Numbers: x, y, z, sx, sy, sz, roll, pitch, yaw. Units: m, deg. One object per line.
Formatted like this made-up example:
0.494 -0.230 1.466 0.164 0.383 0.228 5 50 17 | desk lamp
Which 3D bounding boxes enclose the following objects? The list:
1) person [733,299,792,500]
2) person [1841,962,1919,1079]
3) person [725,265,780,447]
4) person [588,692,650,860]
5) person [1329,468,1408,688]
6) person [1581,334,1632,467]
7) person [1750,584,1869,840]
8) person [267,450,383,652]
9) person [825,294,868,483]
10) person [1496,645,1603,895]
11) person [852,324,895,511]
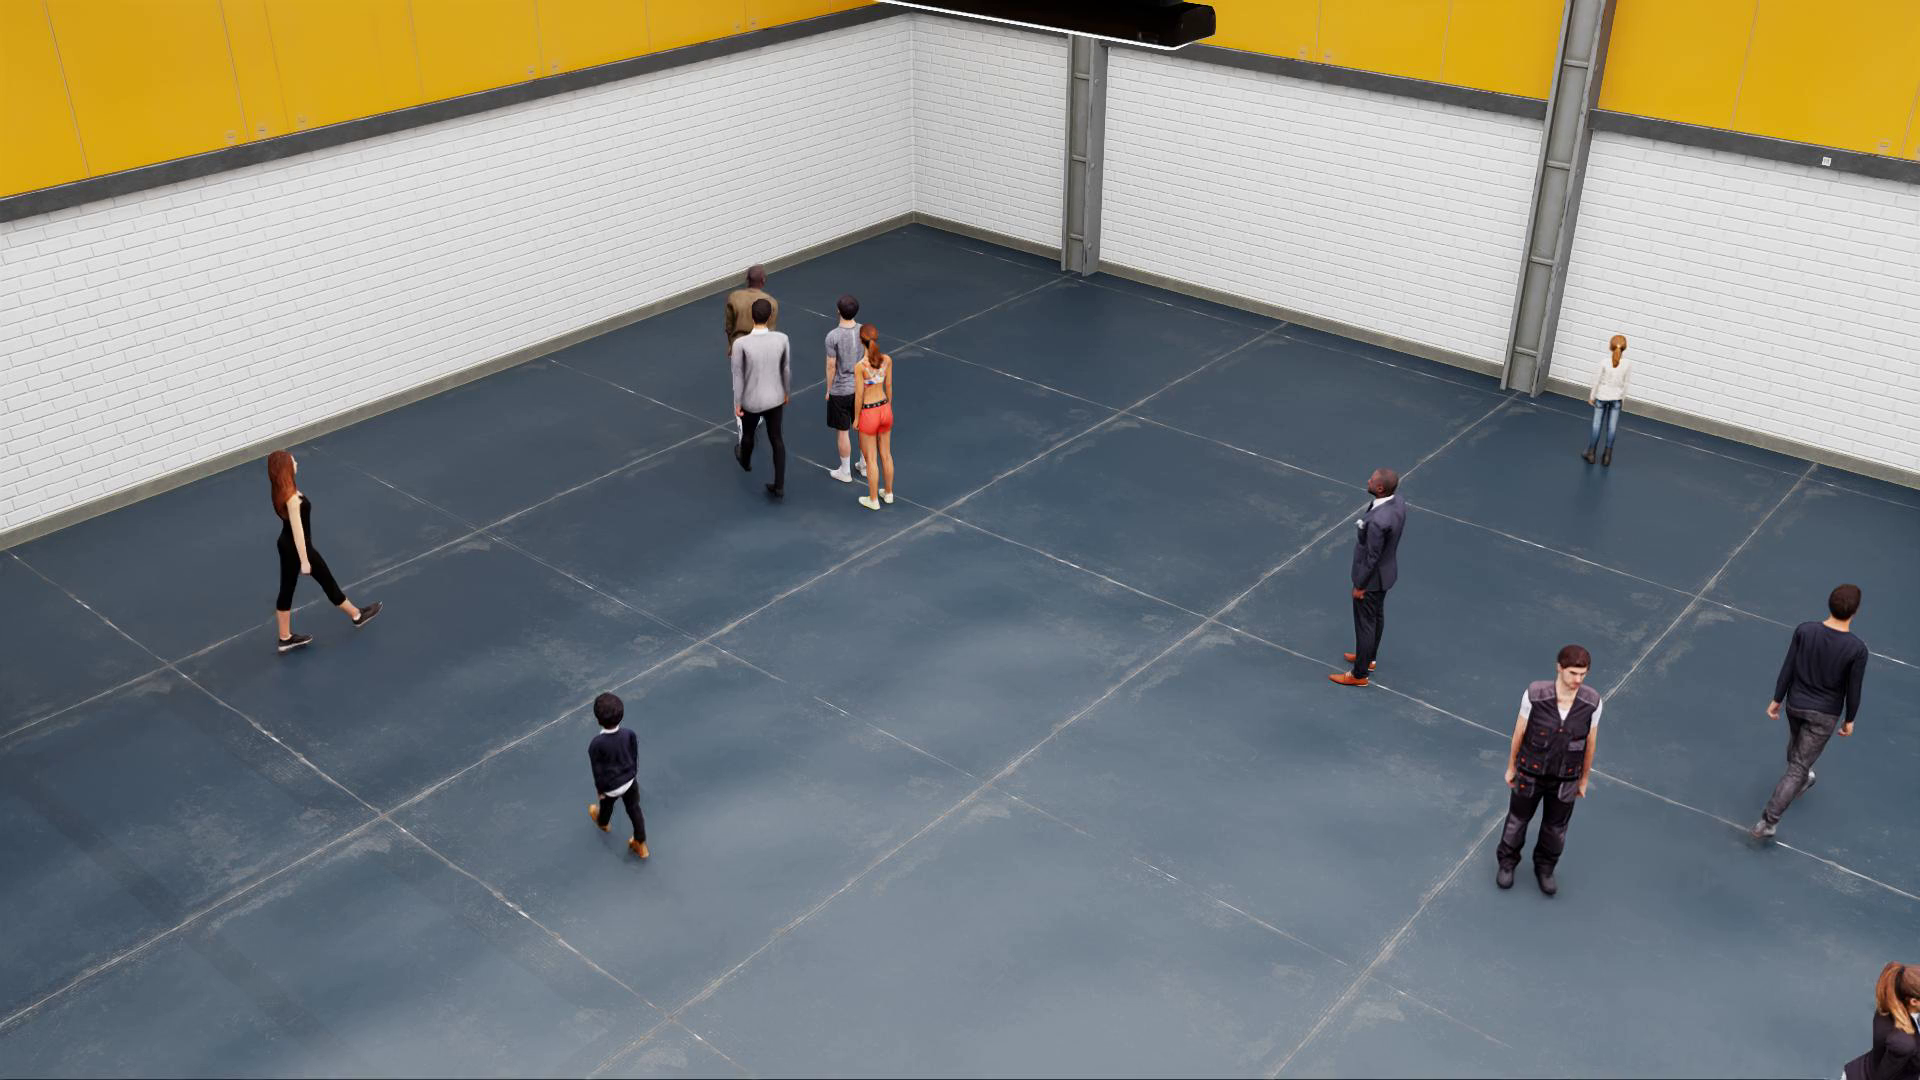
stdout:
-1.800 -1.269 15.509 1.082 1.868 1.329 -14 32 -24 | person
4.448 2.783 8.285 1.236 1.673 0.817 12 31 21 | person
-2.102 -1.812 16.595 1.170 1.781 1.187 -1 29 -3 | person
-2.232 1.586 10.978 0.623 1.195 0.869 -20 35 -32 | person
3.165 0.272 12.731 0.648 1.824 0.719 16 33 27 | person
6.350 -1.372 16.281 0.525 1.310 0.611 6 29 11 | person
5.633 1.186 11.059 0.837 1.821 1.222 -24 37 -37 | person
-5.322 0.120 13.148 0.758 1.691 1.052 -24 36 -36 | person
-1.049 -1.446 15.830 0.715 1.871 0.660 -18 33 -29 | person
3.732 1.445 10.561 0.694 1.843 0.811 6 29 11 | person
-0.791 -1.137 15.350 0.625 1.788 0.586 -20 35 -33 | person
